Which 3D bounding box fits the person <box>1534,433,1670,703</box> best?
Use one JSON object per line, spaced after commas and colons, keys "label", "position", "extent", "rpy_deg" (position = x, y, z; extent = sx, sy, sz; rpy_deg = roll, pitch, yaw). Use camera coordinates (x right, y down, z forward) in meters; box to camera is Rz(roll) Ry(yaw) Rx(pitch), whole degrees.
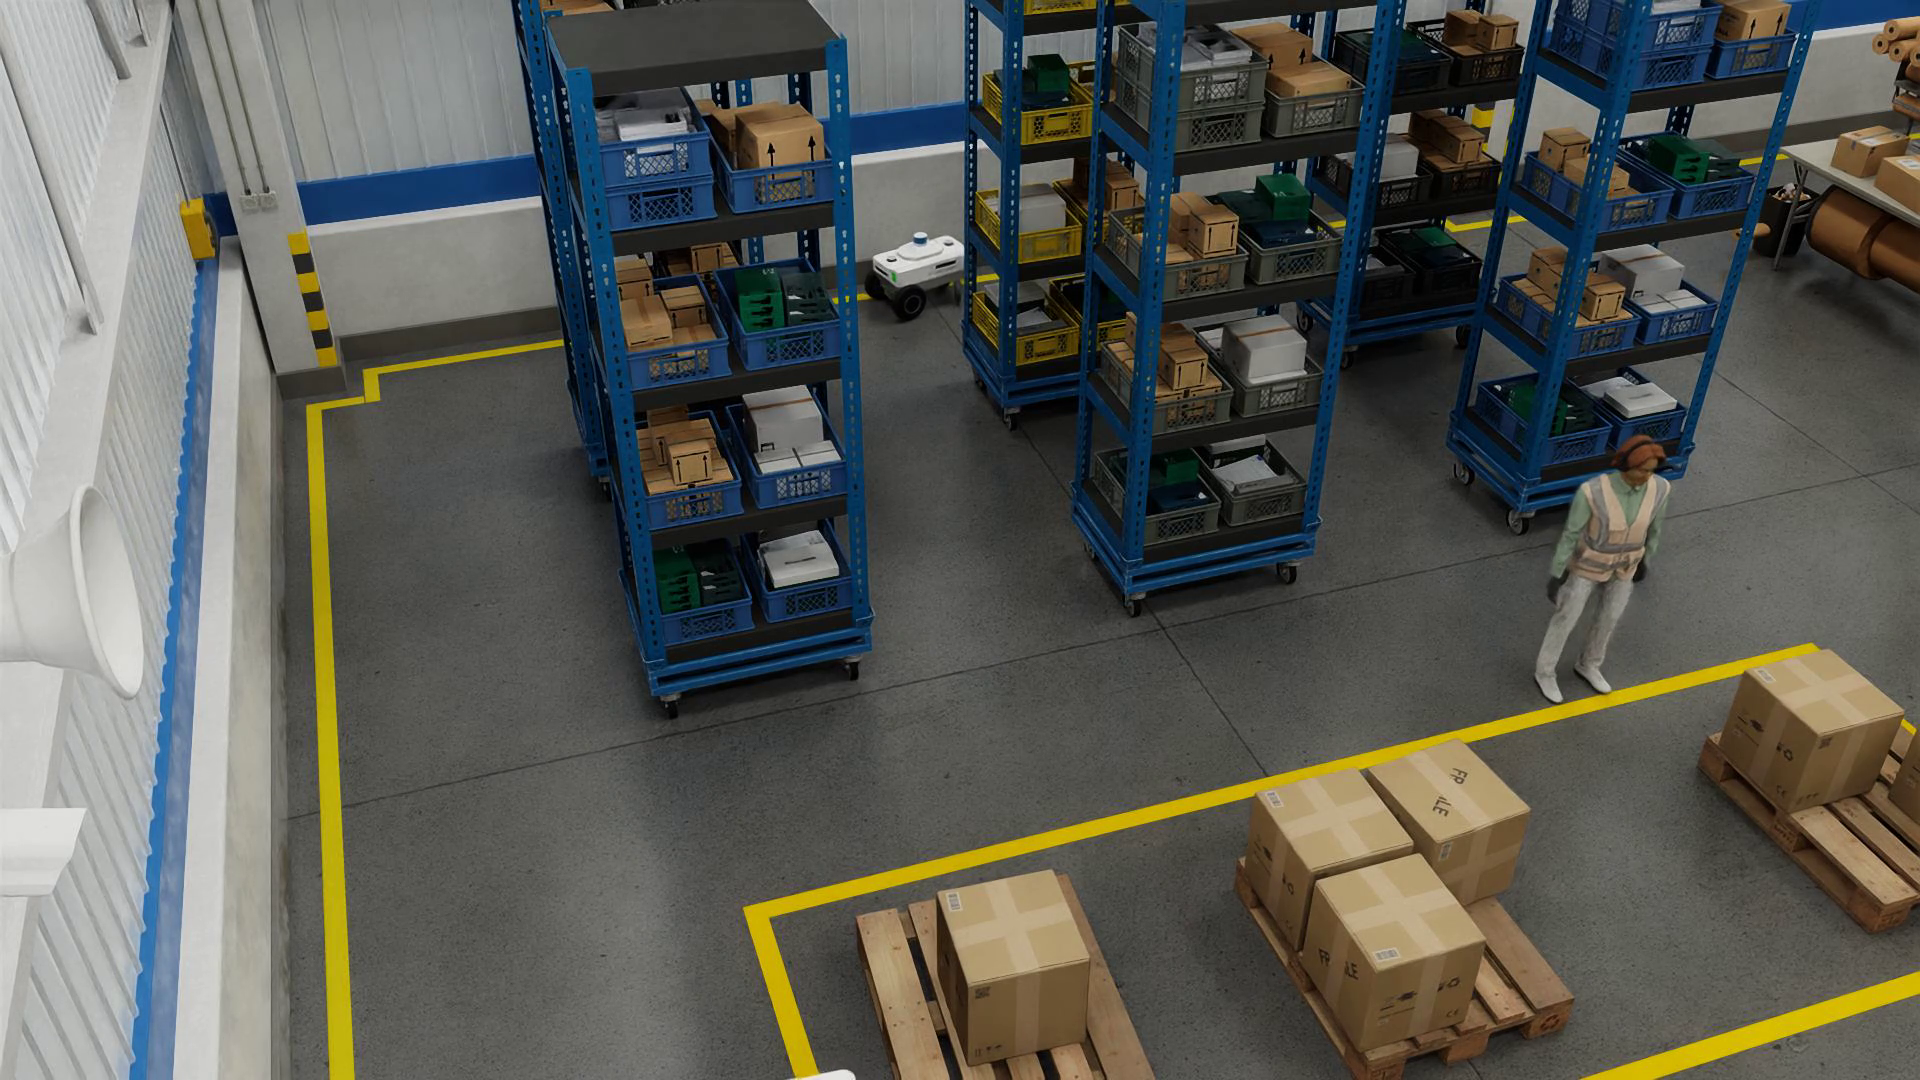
{"label": "person", "position": [3.309, 0.150, 8.645], "extent": [0.591, 1.633, 0.315], "rpy_deg": [-5, 36, -8]}

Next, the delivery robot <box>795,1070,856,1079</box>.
{"label": "delivery robot", "position": [-0.722, 2.299, 6.449], "extent": [0.707, 0.478, 0.477], "rpy_deg": [-9, 36, -12]}

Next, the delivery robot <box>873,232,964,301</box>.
{"label": "delivery robot", "position": [-0.301, -2.111, 12.702], "extent": [0.707, 0.478, 0.477], "rpy_deg": [-21, 40, -27]}
